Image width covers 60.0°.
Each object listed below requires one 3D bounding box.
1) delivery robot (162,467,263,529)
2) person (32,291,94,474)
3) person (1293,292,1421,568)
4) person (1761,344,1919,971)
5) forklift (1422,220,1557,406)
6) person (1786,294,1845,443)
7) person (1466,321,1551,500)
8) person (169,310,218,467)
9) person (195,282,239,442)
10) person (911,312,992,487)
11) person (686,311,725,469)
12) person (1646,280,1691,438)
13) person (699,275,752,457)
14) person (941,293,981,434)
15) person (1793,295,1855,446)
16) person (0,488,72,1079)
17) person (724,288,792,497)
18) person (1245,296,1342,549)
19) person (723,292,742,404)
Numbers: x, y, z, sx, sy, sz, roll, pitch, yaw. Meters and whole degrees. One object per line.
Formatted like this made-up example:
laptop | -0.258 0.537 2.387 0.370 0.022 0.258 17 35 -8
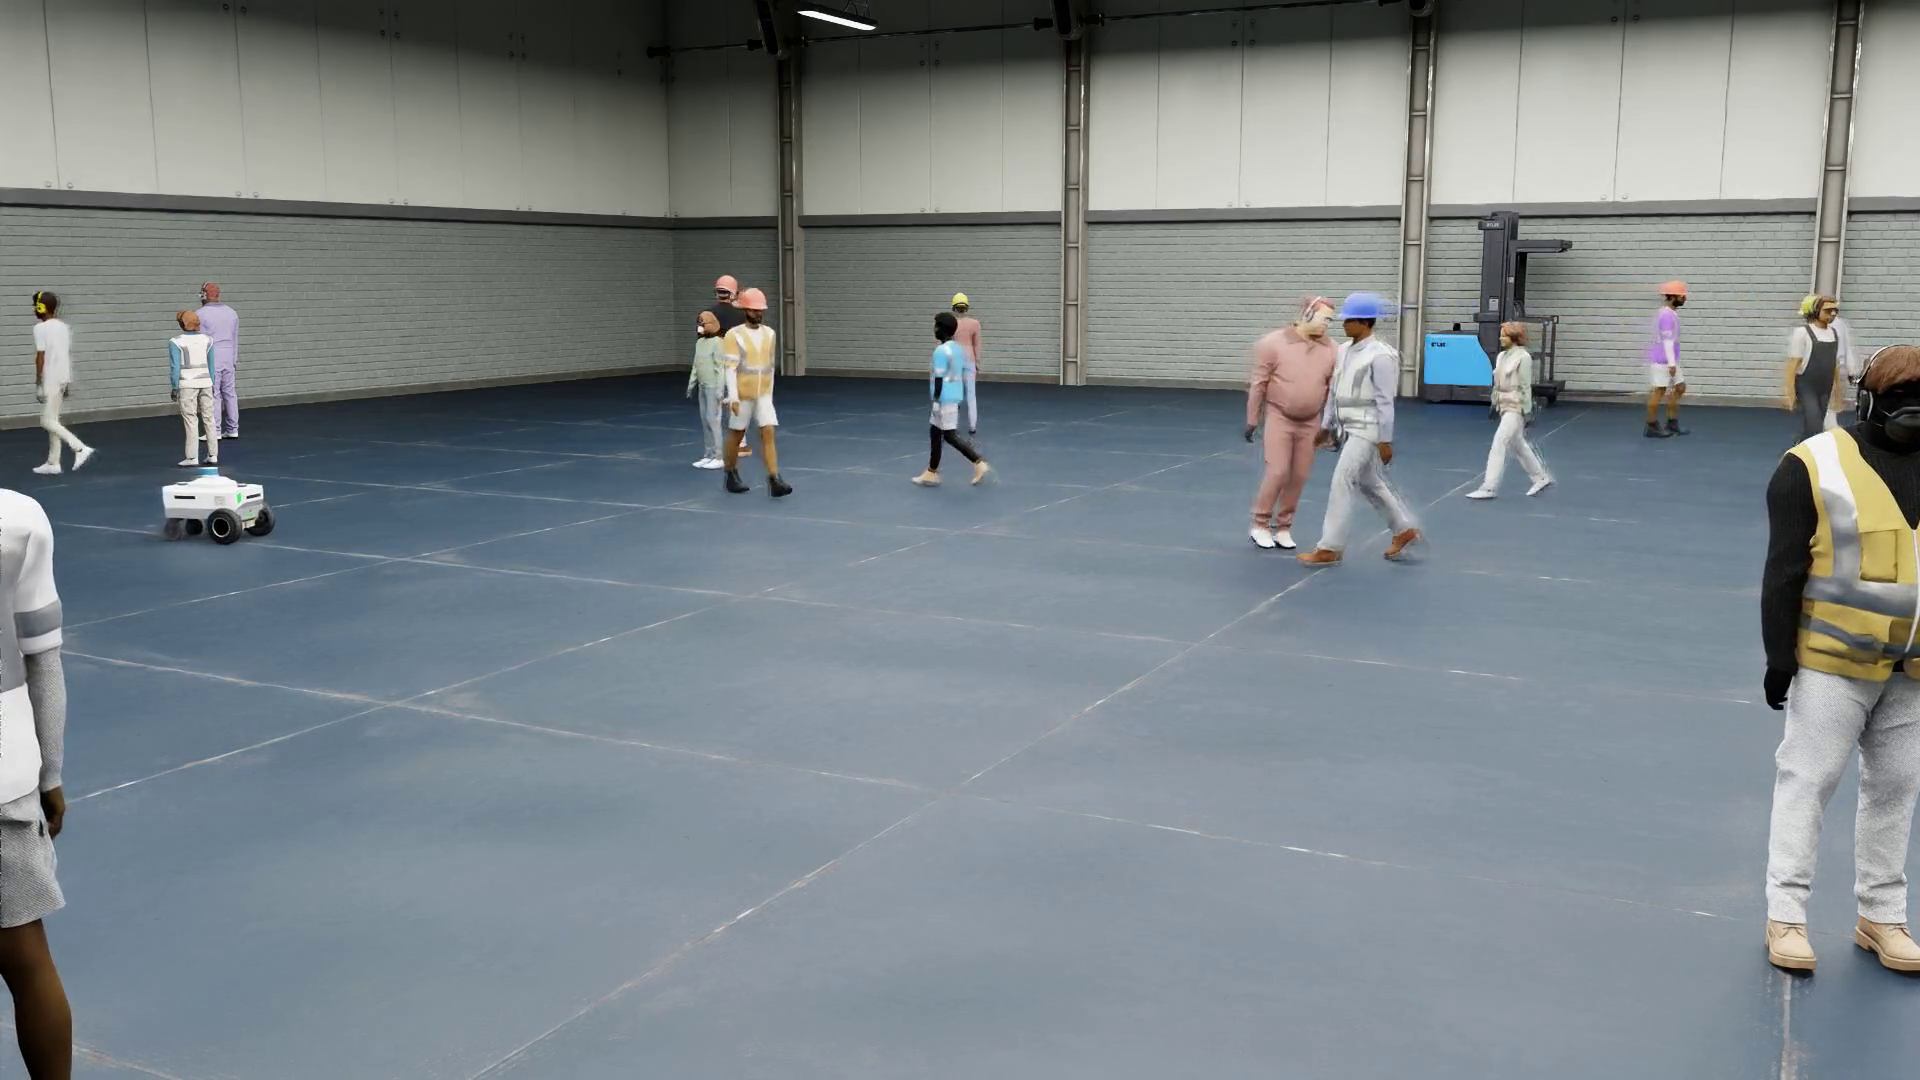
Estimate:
delivery robot | -5.742 -0.317 12.782 0.707 0.478 0.477 2 9 12
person | -9.125 -1.580 16.795 0.663 1.844 0.524 1 9 5
person | 2.849 -0.772 11.624 0.979 1.912 0.618 -2 9 -11
person | 2.667 0.352 4.859 0.634 1.841 0.429 0 9 2
forklift | 8.245 -3.527 25.720 1.873 2.768 1.129 5 10 27
person | 7.928 -1.332 15.271 0.541 1.828 0.632 -3 10 -19
person | 5.014 -1.174 15.013 0.838 1.603 0.532 -1 9 -8
person | -8.048 -1.594 17.481 0.307 1.641 0.514 5 11 29
person | -9.024 -2.155 20.121 0.409 1.909 0.643 3 10 20
person | -0.068 -1.330 15.762 0.793 1.665 0.532 3 10 15
person | -2.641 -1.570 17.380 0.325 1.629 0.514 -7 11 -36
person | 8.794 -2.209 20.402 0.650 1.919 0.570 5 10 28
person | -2.582 -1.926 18.443 0.622 1.990 0.401 1 9 9
person | 0.006 -2.219 20.947 0.522 1.769 0.311 -3 10 -17
person | 9.656 -1.859 18.704 0.660 1.772 0.731 -5 10 -26
person | -2.188 0.518 3.535 0.373 1.939 0.545 8 12 42
person | -1.892 -1.342 15.166 0.566 1.882 0.994 -7 11 -36
person | 2.468 -0.857 12.242 0.694 1.866 0.479 -2 9 -11
person | -3.509 -3.001 25.570 0.442 1.832 0.660 -2 10 -14
